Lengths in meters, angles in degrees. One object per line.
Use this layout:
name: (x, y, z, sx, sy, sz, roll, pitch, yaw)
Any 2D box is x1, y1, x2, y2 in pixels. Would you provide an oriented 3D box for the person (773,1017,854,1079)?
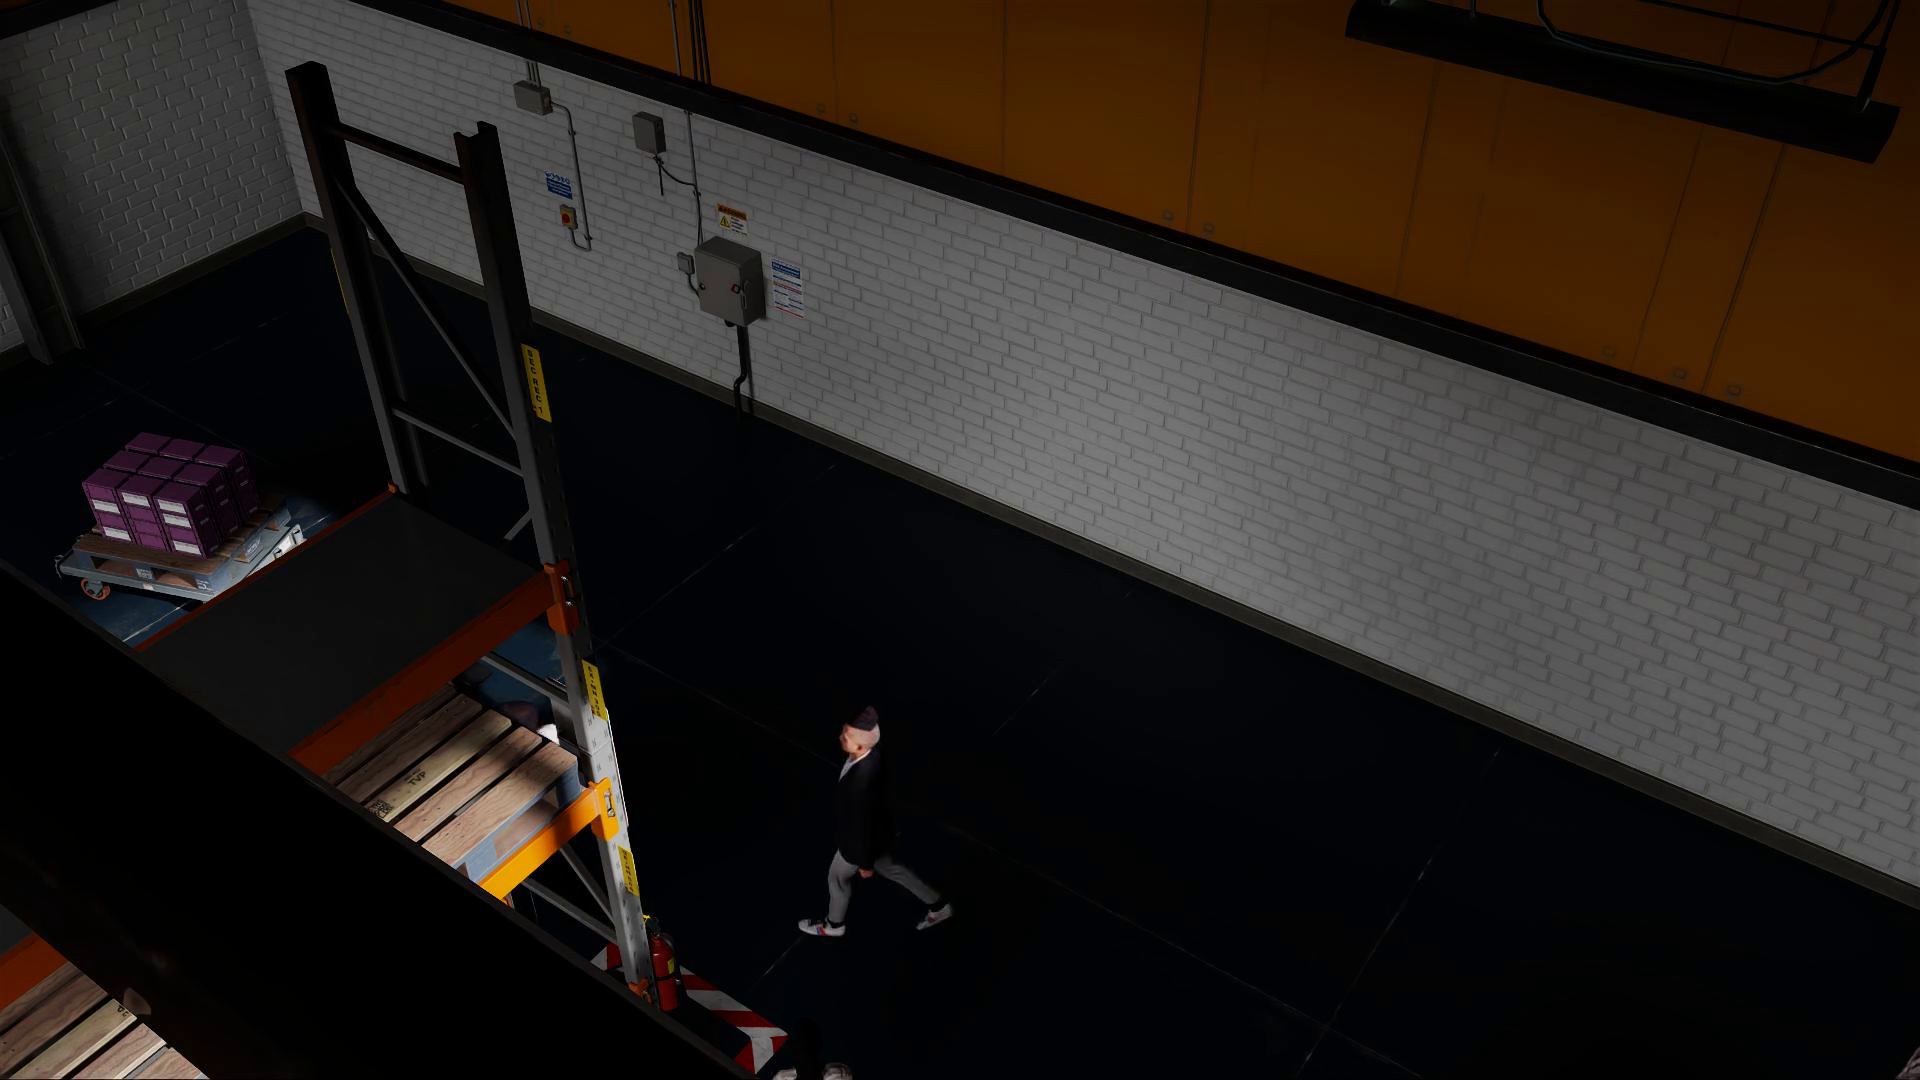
person: (-0.721, 3.102, 8.394, 1.021, 1.591, 1.195, 1, 39, 1)

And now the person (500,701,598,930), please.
person: (-2.411, 1.700, 9.946, 0.902, 1.844, 0.929, 9, 39, 11)

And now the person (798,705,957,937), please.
person: (-0.468, 1.723, 9.860, 1.186, 1.916, 1.276, 3, 39, 4)
